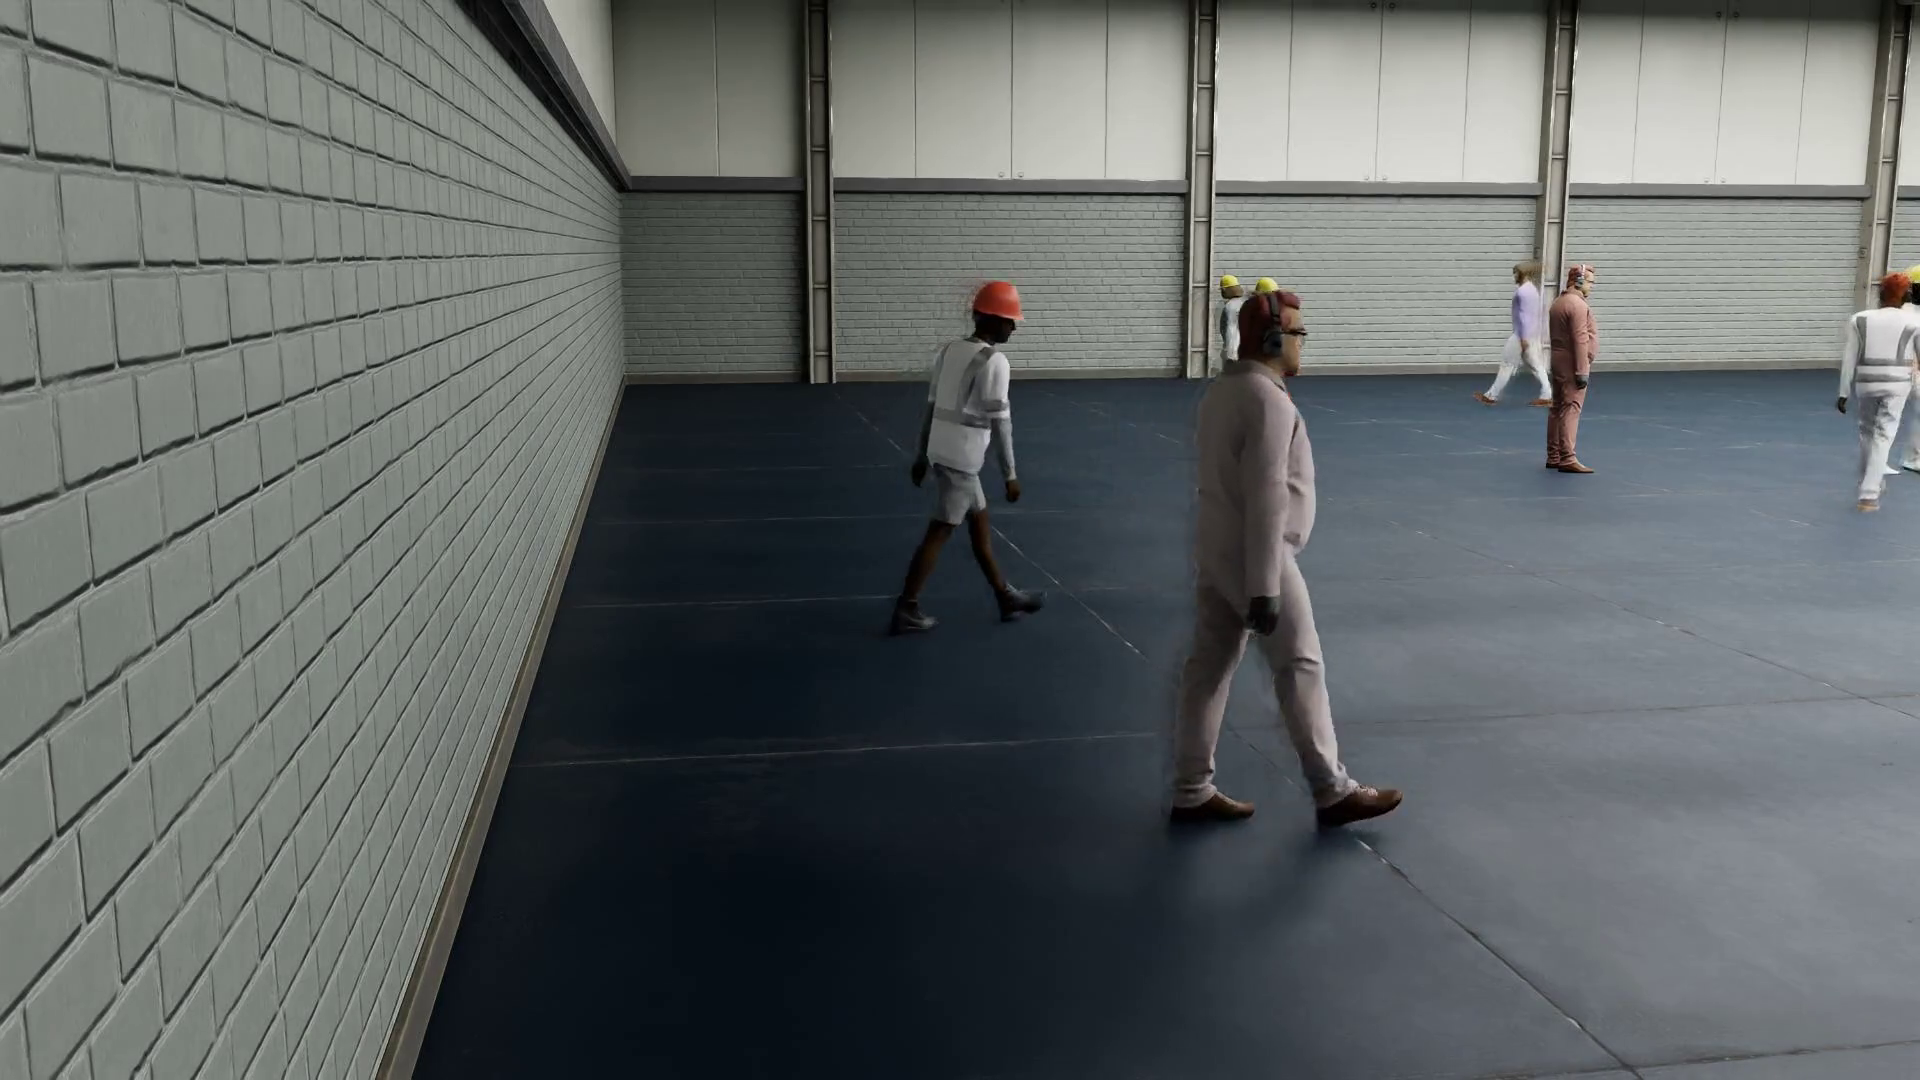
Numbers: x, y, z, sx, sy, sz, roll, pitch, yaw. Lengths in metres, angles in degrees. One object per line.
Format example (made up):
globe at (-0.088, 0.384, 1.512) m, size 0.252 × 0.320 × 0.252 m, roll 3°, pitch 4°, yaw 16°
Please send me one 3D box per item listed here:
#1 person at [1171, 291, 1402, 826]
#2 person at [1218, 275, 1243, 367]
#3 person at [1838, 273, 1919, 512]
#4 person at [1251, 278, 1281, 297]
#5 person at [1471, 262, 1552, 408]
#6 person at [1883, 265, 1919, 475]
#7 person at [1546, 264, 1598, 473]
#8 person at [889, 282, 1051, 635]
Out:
person at (1.153, 0.084, 5.819) m, size 0.878 × 1.872 × 0.673 m, roll -2°, pitch 10°, yaw -12°
person at (3.261, -2.332, 20.146) m, size 0.305 × 1.736 × 0.484 m, roll 4°, pitch 11°, yaw 23°
person at (7.325, -1.164, 13.098) m, size 0.612 × 1.842 × 0.934 m, roll 10°, pitch 14°, yaw 44°
person at (2.965, -1.654, 16.157) m, size 0.326 × 1.767 × 0.533 m, roll 4°, pitch 11°, yaw 23°
person at (7.251, -2.649, 21.555) m, size 1.039 × 1.882 × 0.655 m, roll 5°, pitch 11°, yaw 29°
person at (8.567, -1.510, 14.948) m, size 0.613 × 1.902 × 0.703 m, roll -7°, pitch 12°, yaw -34°
person at (5.642, -1.571, 15.294) m, size 0.407 × 1.902 × 0.639 m, roll 0°, pitch 10°, yaw 0°
person at (0.063, -0.425, 8.825) m, size 1.029 × 1.851 × 0.554 m, roll -5°, pitch 11°, yaw -25°
